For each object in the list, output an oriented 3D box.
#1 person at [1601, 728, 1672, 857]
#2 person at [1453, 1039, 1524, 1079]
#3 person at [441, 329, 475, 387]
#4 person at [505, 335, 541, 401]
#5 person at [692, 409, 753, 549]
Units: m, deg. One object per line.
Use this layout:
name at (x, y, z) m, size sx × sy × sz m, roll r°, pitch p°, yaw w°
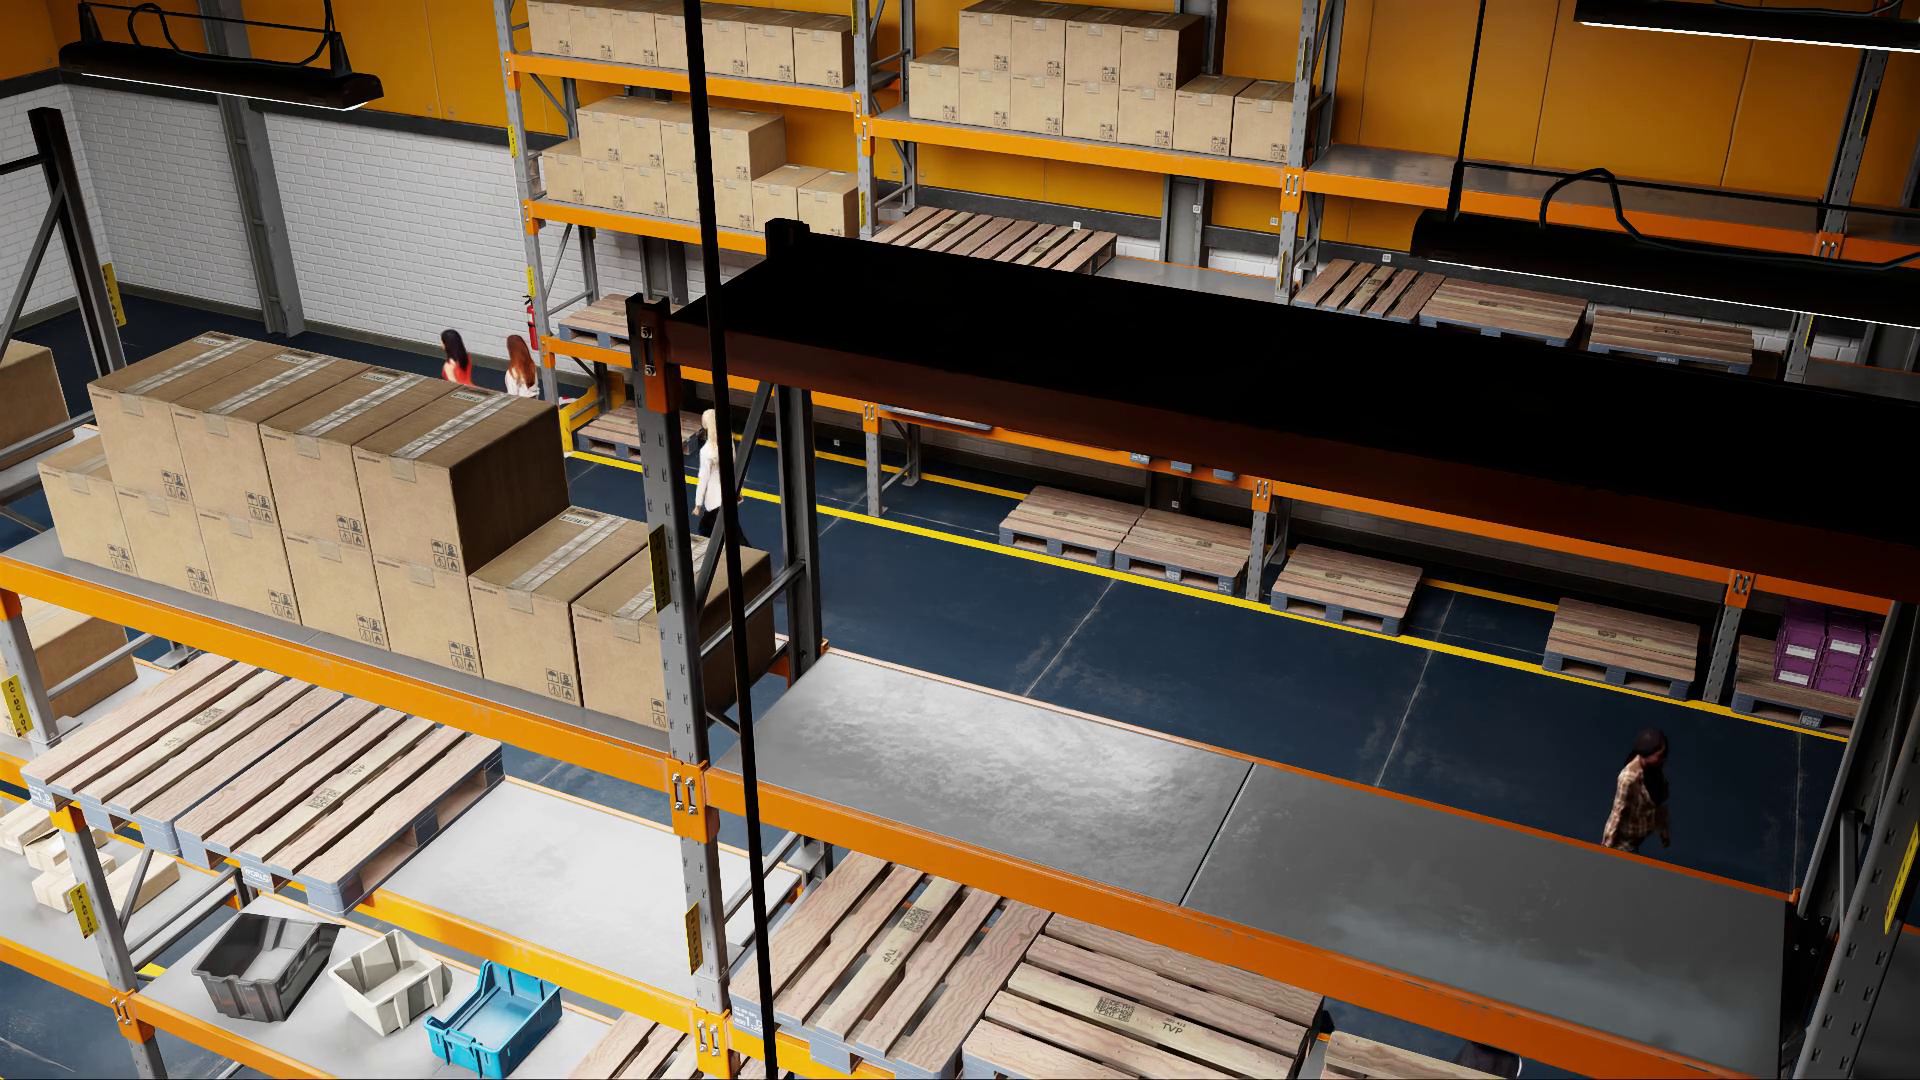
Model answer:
person at (4.405, 1.978, 11.170) m, size 0.862 × 1.741 × 1.164 m, roll -24°, pitch 37°, yaw -36°
person at (2.890, 3.046, 9.215) m, size 0.595 × 1.776 × 0.748 m, roll 15°, pitch 32°, yaw 25°
person at (-5.078, -1.351, 17.342) m, size 1.096 × 1.674 × 0.582 m, roll 11°, pitch 30°, yaw 19°
person at (-4.486, -1.318, 17.227) m, size 0.521 × 1.725 × 0.588 m, roll 15°, pitch 32°, yaw 26°
person at (-2.117, -0.297, 15.270) m, size 1.178 × 1.809 × 0.637 m, roll 12°, pitch 31°, yaw 21°
